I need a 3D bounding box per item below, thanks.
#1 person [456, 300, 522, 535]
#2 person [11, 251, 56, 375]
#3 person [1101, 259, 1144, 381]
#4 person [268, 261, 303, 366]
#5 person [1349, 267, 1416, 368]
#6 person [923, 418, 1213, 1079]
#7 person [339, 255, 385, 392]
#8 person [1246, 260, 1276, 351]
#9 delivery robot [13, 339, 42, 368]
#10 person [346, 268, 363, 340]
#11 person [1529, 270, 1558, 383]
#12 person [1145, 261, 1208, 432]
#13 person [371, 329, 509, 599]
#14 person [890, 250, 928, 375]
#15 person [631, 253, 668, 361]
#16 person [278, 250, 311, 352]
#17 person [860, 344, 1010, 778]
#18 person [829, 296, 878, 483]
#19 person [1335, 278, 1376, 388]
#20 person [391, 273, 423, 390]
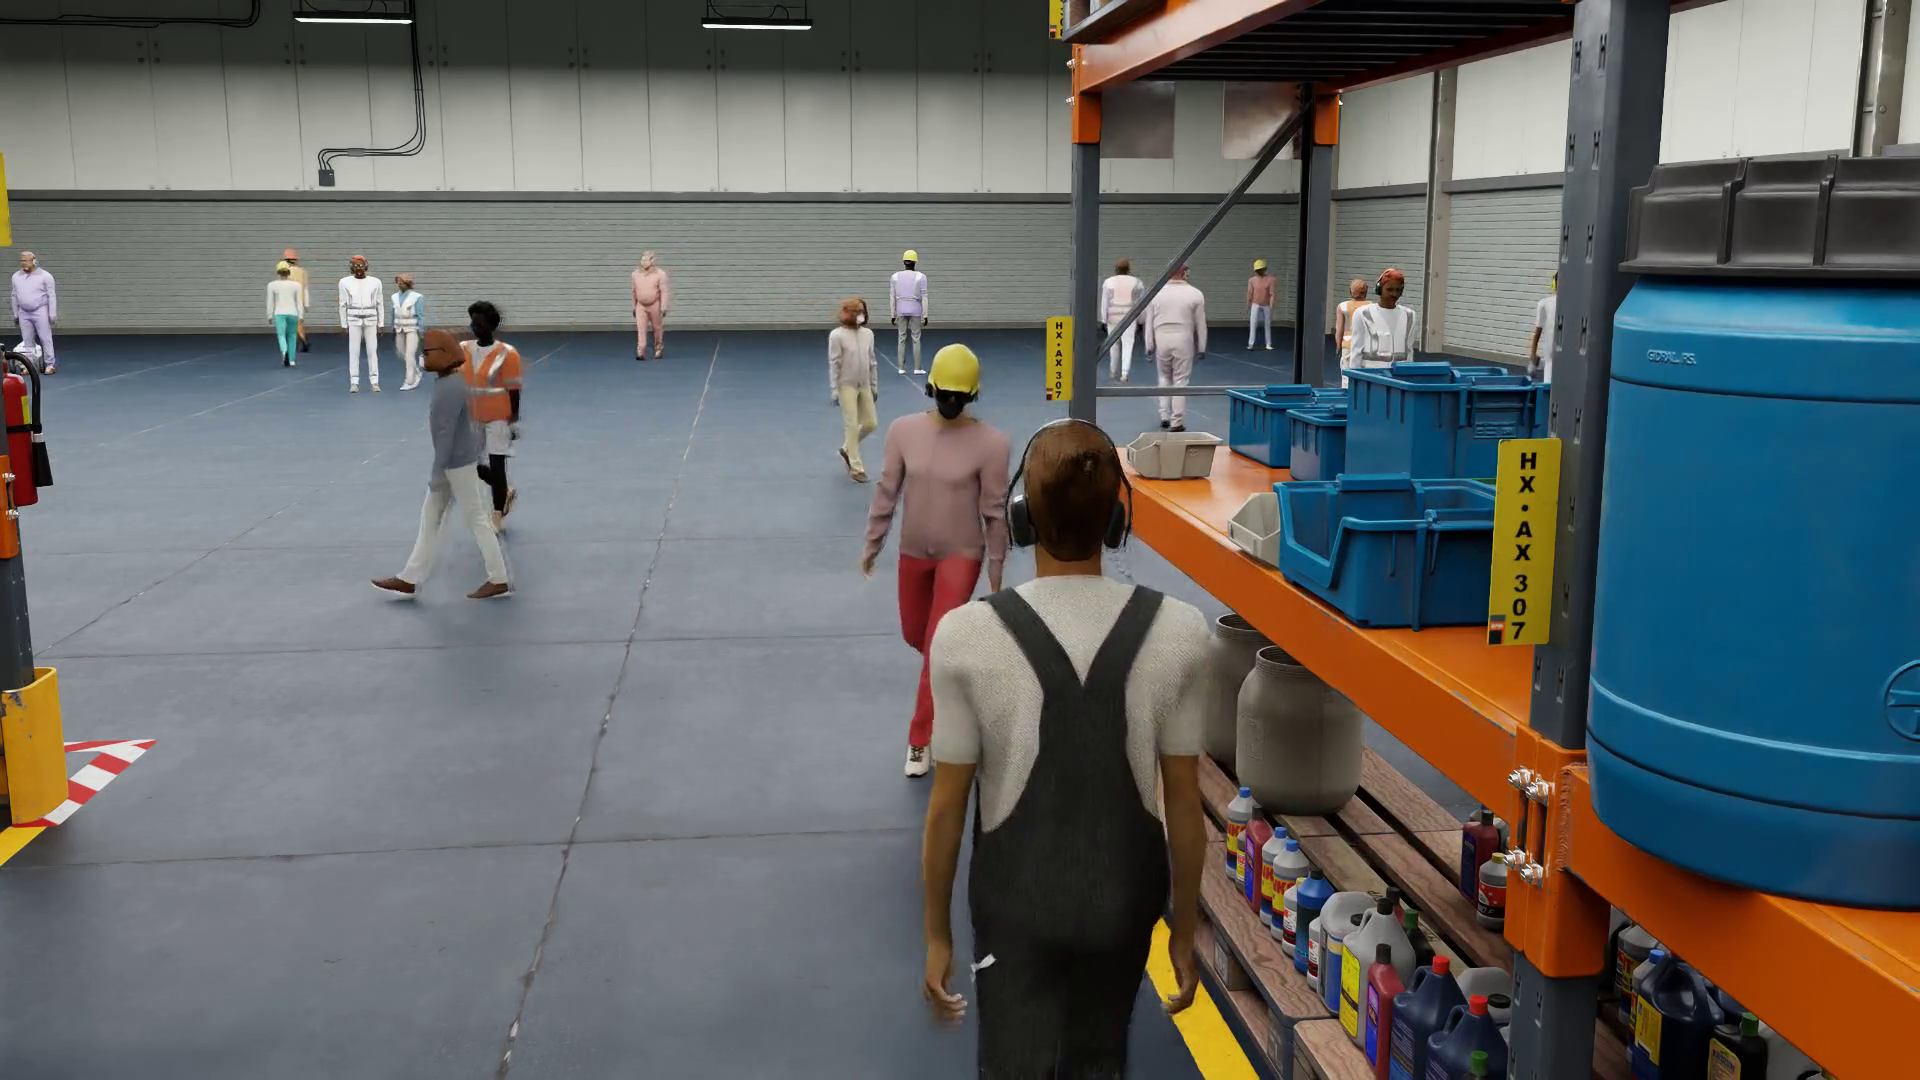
[{"bbox_3d":[-3.358,-0.884,11.972,0.547,1.683,0.495,4,11,20],"label":"person"},{"bbox_3d":[-14.326,-3.496,25.710,0.651,1.904,0.403,0,10,-1],"label":"person"},{"bbox_3d":[2.424,-3.278,24.824,0.650,1.794,0.980,0,10,2],"label":"person"},{"bbox_3d":[-11.031,-3.696,27.237,0.533,1.741,0.704,-5,11,-24],"label":"person"},{"bbox_3d":[3.418,-1.253,13.463,0.573,1.887,0.353,-3,11,-16],"label":"person"},{"bbox_3d":[0.196,0.697,2.971,0.513,1.823,0.809,-1,10,-6],"label":"person"},{"bbox_3d":[-8.223,-2.972,22.902,0.575,1.881,0.356,-4,11,-21],"label":"person"},{"bbox_3d":[5.669,-4.408,31.298,0.552,1.692,0.814,3,11,14],"label":"person"},{"bbox_3d":[-14.638,-2.939,26.104,0.477,0.478,0.707,-5,11,-24],"label":"delivery robot"},{"bbox_3d":[-12.412,-4.924,34.301,0.518,1.618,0.545,-9,14,-42],"label":"person"},{"bbox_3d":[5.911,-1.754,16.331,0.567,1.847,0.472,2,11,13],"label":"person"},{"bbox_3d":[2.404,-2.137,18.311,0.668,1.883,0.664,4,11,22],"label":"person"},{"bbox_3d":[-3.060,-0.422,9.706,0.829,1.593,0.522,-5,11,-24],"label":"person"},{"bbox_3d":[-0.783,-3.525,25.807,0.594,1.924,0.383,2,11,12],"label":"person"},{"bbox_3d":[-5.399,-4.054,28.905,0.666,1.853,0.991,1,10,5],"label":"person"},{"bbox_3d":[-12.350,-4.433,30.877,0.938,1.903,0.557,8,13,38],"label":"person"},{"bbox_3d":[-0.054,0.043,6.806,0.599,1.716,0.763,4,11,23],"label":"person"},{"bbox_3d":[-0.932,-1.321,14.561,0.519,1.623,0.561,-9,14,-41],"label":"person"},{"bbox_3d":[4.687,-2.256,19.630,0.514,1.645,0.309,2,10,9],"label":"person"},{"bbox_3d":[-7.748,-2.926,23.361,0.527,1.624,0.634,4,11,20],"label":"person"}]
